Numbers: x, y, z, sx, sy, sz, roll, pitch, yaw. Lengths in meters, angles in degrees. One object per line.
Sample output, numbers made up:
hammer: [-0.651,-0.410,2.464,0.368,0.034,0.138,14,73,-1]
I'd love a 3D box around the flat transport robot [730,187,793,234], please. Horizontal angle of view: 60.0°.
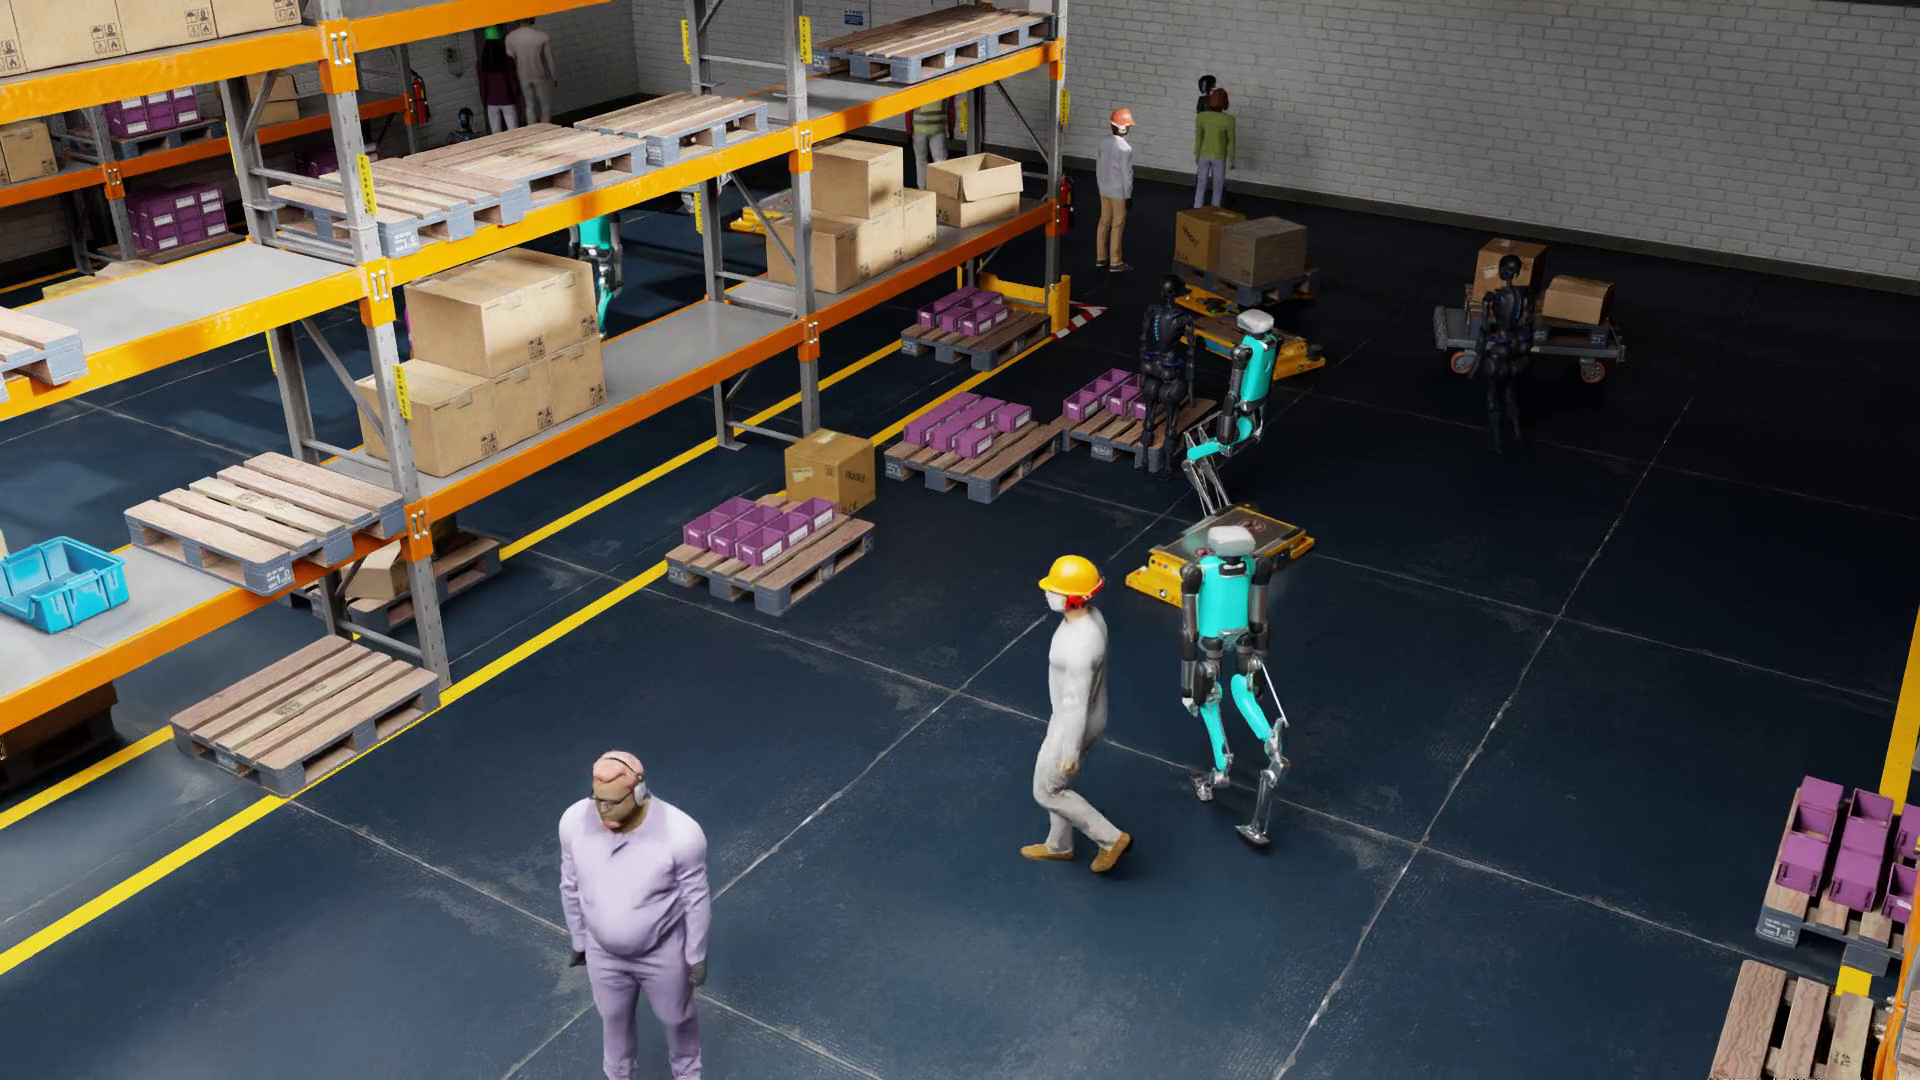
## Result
flat transport robot: [-2.091,-3.951,19.983,0.659,0.231,1.431,13,30,24]

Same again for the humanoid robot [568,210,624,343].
humanoid robot: [-3.425,-2.300,15.149,0.530,1.778,1.000,7,28,13]

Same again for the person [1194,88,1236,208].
person: [2.978,-4.467,19.500,0.497,1.624,0.283,15,30,27]

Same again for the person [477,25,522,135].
person: [-5.910,-5.629,21.436,0.497,1.948,0.432,-2,27,-5]

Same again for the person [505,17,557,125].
person: [-5.882,-6.358,22.910,0.645,1.923,0.756,1,27,2]

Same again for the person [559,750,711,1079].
person: [-1.366,1.712,7.042,0.645,1.923,0.422,5,27,9]

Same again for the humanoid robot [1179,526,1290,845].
humanoid robot: [1.531,0.876,8.908,0.553,1.749,0.989,-9,28,-17]

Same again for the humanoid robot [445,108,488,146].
humanoid robot: [-5.417,-3.984,18.492,0.600,1.641,0.338,-2,27,-4]

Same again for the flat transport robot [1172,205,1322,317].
flat transport robot: [2.991,-2.574,17.270,1.431,0.231,0.659,-16,31,-29]

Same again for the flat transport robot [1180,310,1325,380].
flat transport robot: [2.740,-1.879,15.900,0.659,0.231,1.431,-18,32,-31]

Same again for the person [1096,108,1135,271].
person: [1.705,-3.805,18.054,0.341,1.748,0.571,-15,31,-27]

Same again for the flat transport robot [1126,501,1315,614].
flat transport robot: [1.892,0.114,11.973,0.659,0.231,1.431,23,35,37]

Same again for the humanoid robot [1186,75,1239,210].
humanoid robot: [3.085,-4.775,20.105,0.637,1.651,0.607,-4,27,-8]

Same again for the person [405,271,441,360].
person: [-4.079,-1.349,13.112,0.513,1.848,0.336,-20,33,-34]

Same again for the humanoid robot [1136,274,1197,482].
humanoid robot: [1.621,-1.297,13.183,0.315,1.657,0.599,-22,34,-36]

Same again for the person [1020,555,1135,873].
person: [0.612,0.923,8.600,0.525,1.879,0.582,4,27,8]

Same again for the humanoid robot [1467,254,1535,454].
humanoid robot: [4.476,-1.521,13.655,0.610,1.640,0.423,-12,29,-22]

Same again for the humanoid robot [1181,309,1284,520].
humanoid robot: [1.933,-0.918,12.242,0.735,1.672,0.533,23,35,38]

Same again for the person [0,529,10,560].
person: [-5.699,0.466,9.658,0.390,1.733,0.576,18,32,31]

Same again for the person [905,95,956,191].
person: [-0.362,-5.070,20.497,0.634,1.807,0.792,-4,27,-8]
